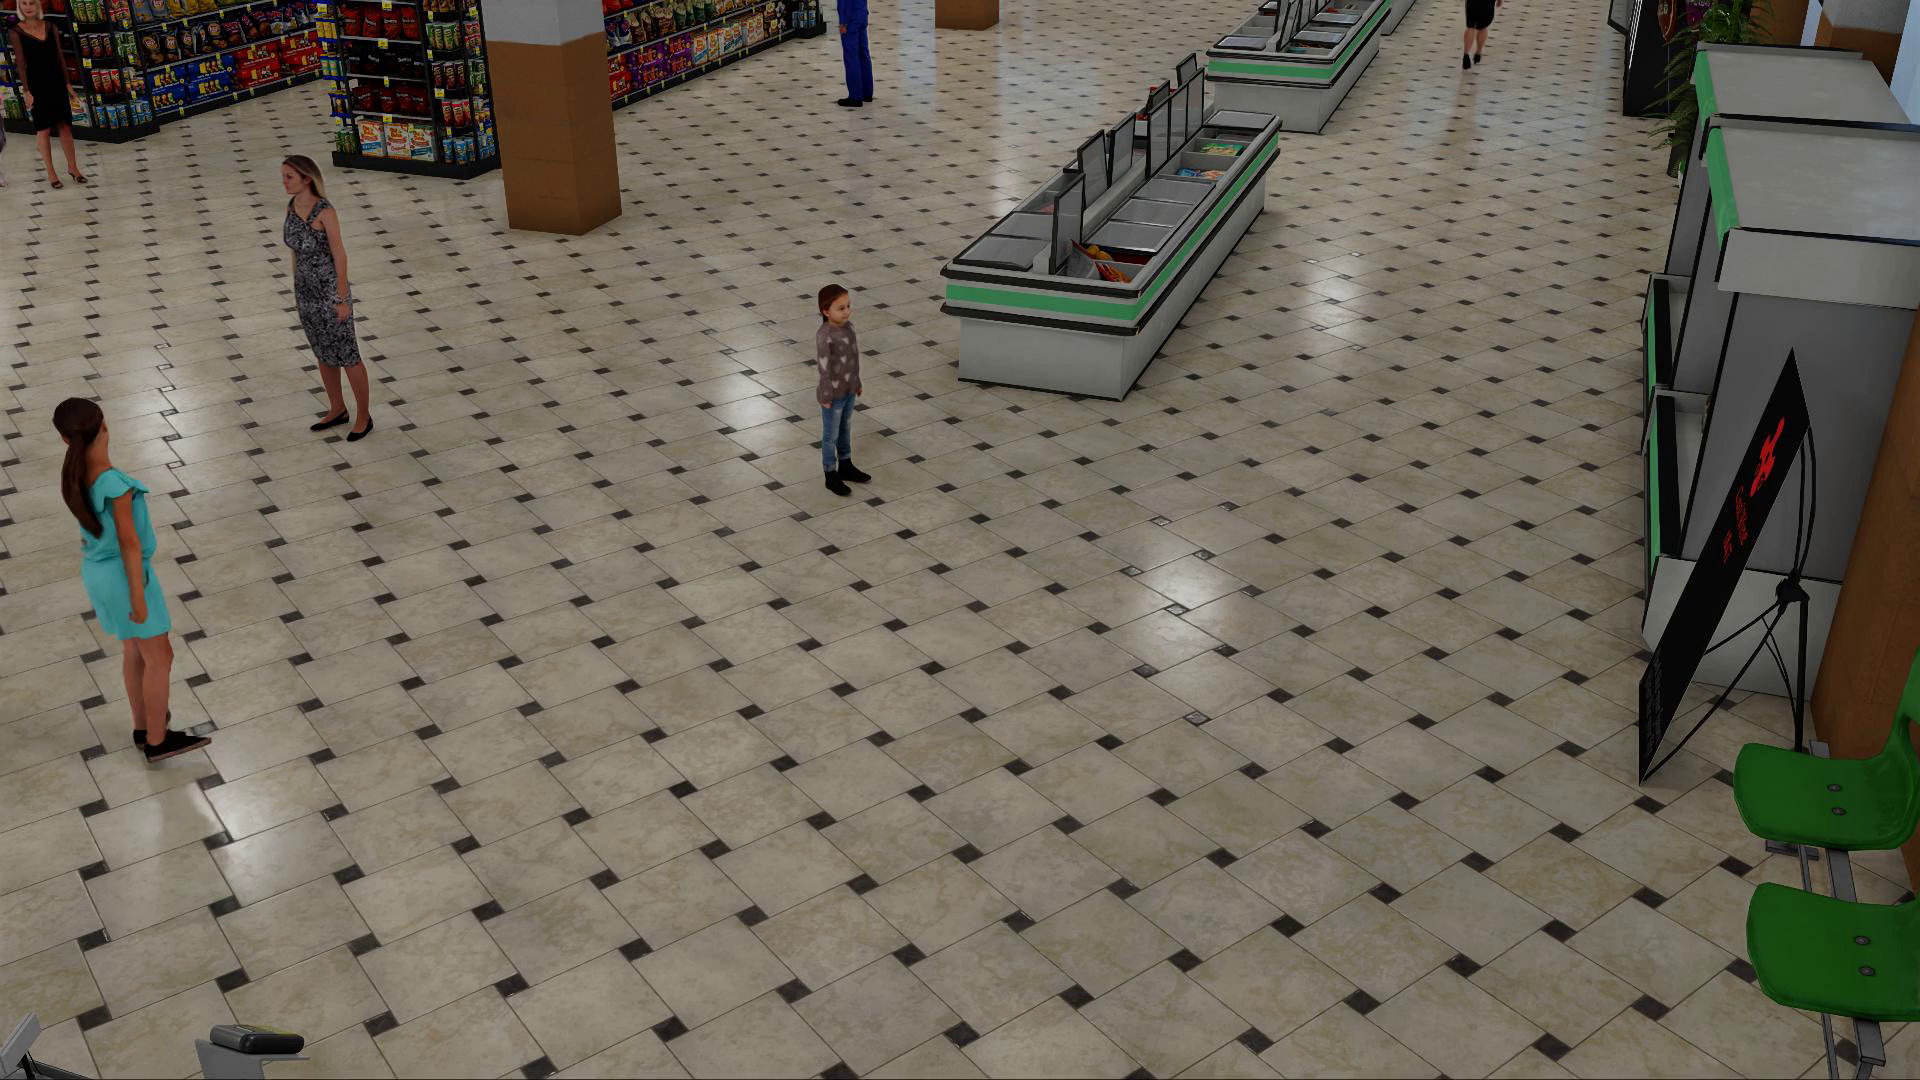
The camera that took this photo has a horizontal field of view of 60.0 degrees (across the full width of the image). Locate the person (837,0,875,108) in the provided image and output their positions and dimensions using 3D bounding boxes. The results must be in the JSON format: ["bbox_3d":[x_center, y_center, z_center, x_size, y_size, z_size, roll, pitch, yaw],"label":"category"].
[{"bbox_3d":[-1.152,-5.664,18.055,0.803,1.827,0.488,11,29,21],"label":"person"}]

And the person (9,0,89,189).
[{"bbox_3d":[-8.252,-4.080,15.023,0.704,1.744,0.555,20,33,34],"label":"person"}]

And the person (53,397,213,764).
[{"bbox_3d":[-3.457,0.190,6.841,0.770,1.529,0.665,24,35,38],"label":"person"}]

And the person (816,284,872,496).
[{"bbox_3d":[-0.683,-0.856,9.274,0.576,1.194,0.458,16,31,28],"label":"person"}]

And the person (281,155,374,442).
[{"bbox_3d":[-3.758,-1.441,9.863,0.614,1.704,0.552,16,31,28],"label":"person"}]

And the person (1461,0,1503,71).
[{"bbox_3d":[6.142,-6.387,19.688,0.714,1.639,1.028,10,29,20],"label":"person"}]
